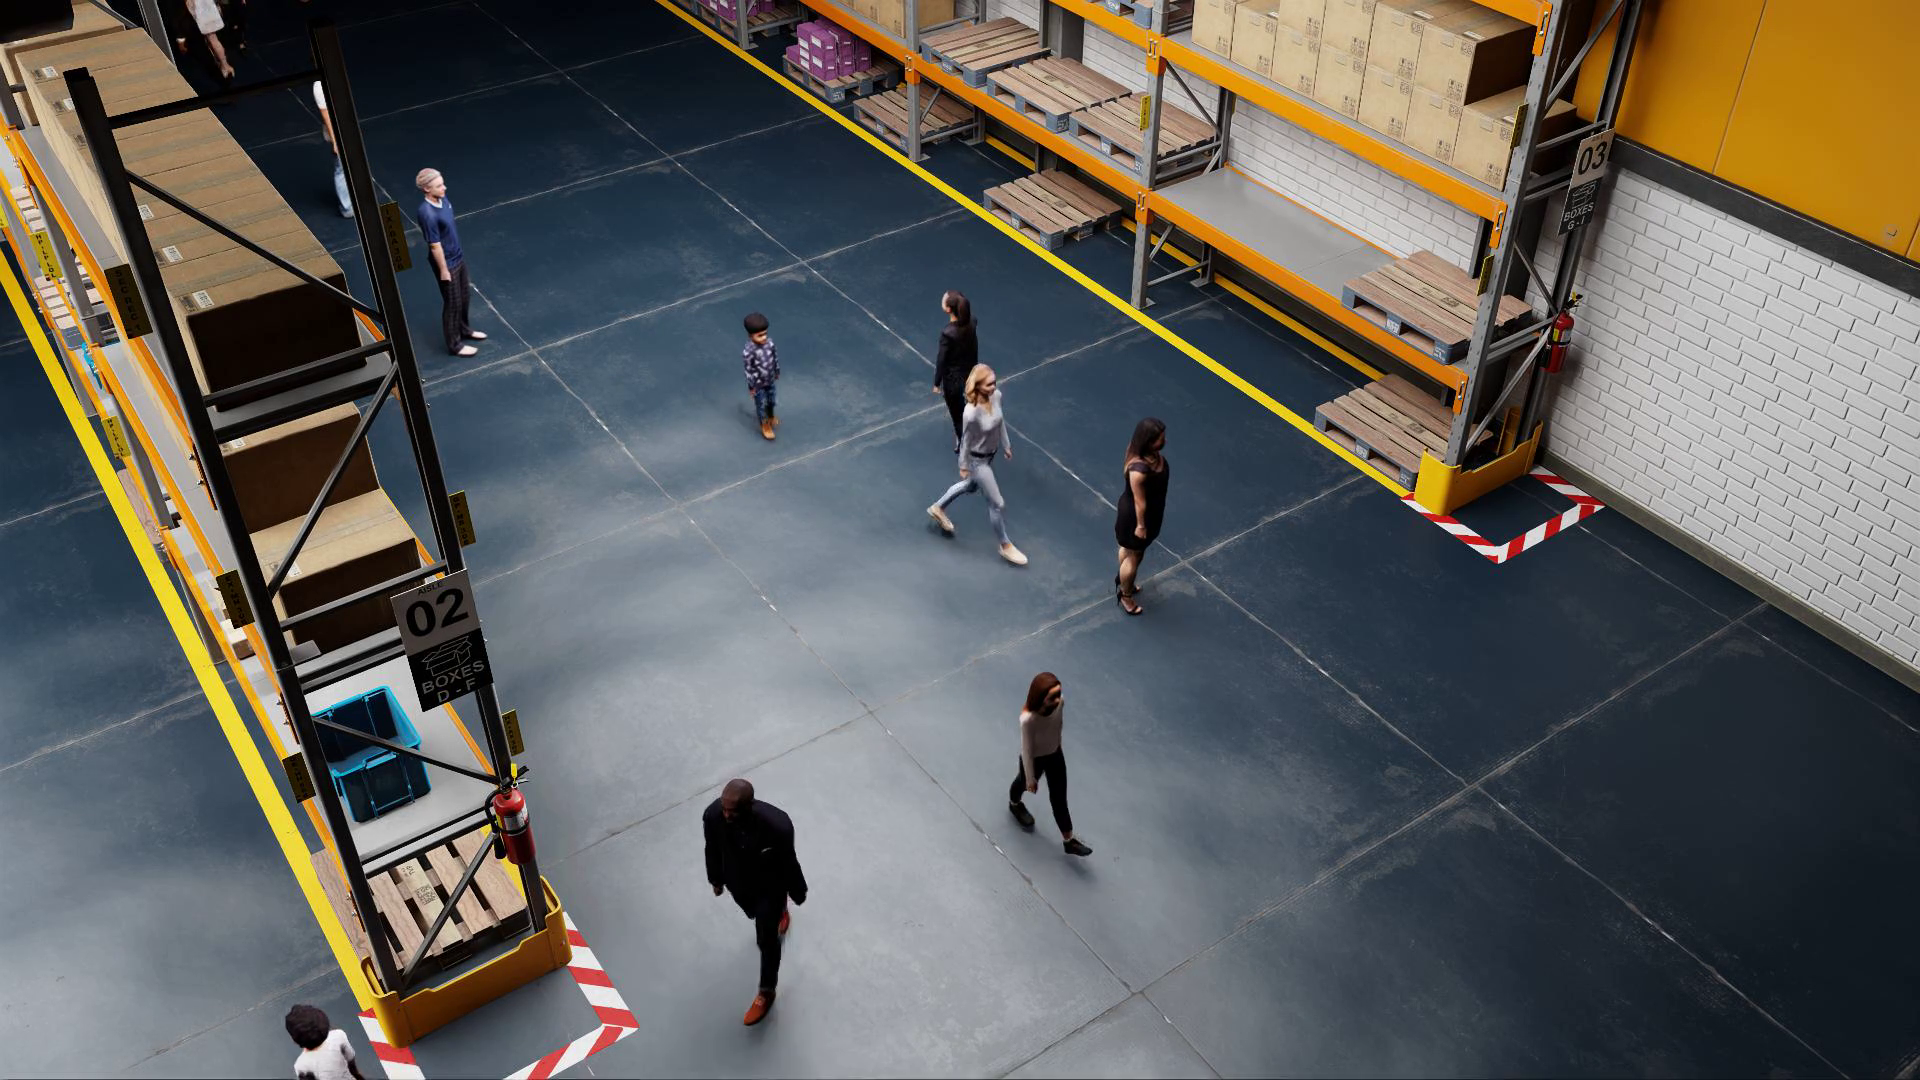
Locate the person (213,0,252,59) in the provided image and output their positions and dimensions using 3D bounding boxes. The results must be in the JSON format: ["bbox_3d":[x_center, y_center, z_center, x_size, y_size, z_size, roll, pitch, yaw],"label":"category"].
[{"bbox_3d":[-9.296,-6.857,21.066,0.631,1.463,0.708,-31,48,-33],"label":"person"}]

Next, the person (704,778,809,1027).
[{"bbox_3d":[-1.152,1.939,9.798,1.249,1.779,1.231,10,40,13],"label":"person"}]

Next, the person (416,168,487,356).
[{"bbox_3d":[-4.759,-2.587,15.396,0.797,1.866,0.699,1,39,1],"label":"person"}]

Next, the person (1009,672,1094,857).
[{"bbox_3d":[0.469,1.379,10.769,0.638,1.443,0.985,-29,47,-31],"label":"person"}]

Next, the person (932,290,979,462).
[{"bbox_3d":[0.053,-1.312,13.935,0.716,1.698,0.690,26,45,28],"label":"person"}]

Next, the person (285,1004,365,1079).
[{"bbox_3d":[-3.337,2.960,8.944,0.706,1.250,0.616,20,43,23],"label":"person"}]

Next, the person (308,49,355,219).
[{"bbox_3d":[-6.593,-4.315,17.569,0.807,1.855,0.654,-7,39,-9],"label":"person"}]

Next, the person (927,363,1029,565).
[{"bbox_3d":[0.094,-0.645,13.056,1.275,1.752,0.926,22,44,25],"label":"person"}]

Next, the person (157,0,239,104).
[{"bbox_3d":[-9.116,-5.994,19.671,1.304,1.856,1.291,4,39,5],"label":"person"}]

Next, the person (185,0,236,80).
[{"bbox_3d":[-9.199,-6.482,20.358,0.827,1.760,0.798,-10,40,-13],"label":"person"}]

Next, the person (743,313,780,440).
[{"bbox_3d":[-1.755,-1.456,14.480,0.498,1.241,0.545,-27,46,-30],"label":"person"}]

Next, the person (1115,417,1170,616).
[{"bbox_3d":[1.343,-0.204,12.532,0.825,1.716,0.750,3,39,4],"label":"person"}]
